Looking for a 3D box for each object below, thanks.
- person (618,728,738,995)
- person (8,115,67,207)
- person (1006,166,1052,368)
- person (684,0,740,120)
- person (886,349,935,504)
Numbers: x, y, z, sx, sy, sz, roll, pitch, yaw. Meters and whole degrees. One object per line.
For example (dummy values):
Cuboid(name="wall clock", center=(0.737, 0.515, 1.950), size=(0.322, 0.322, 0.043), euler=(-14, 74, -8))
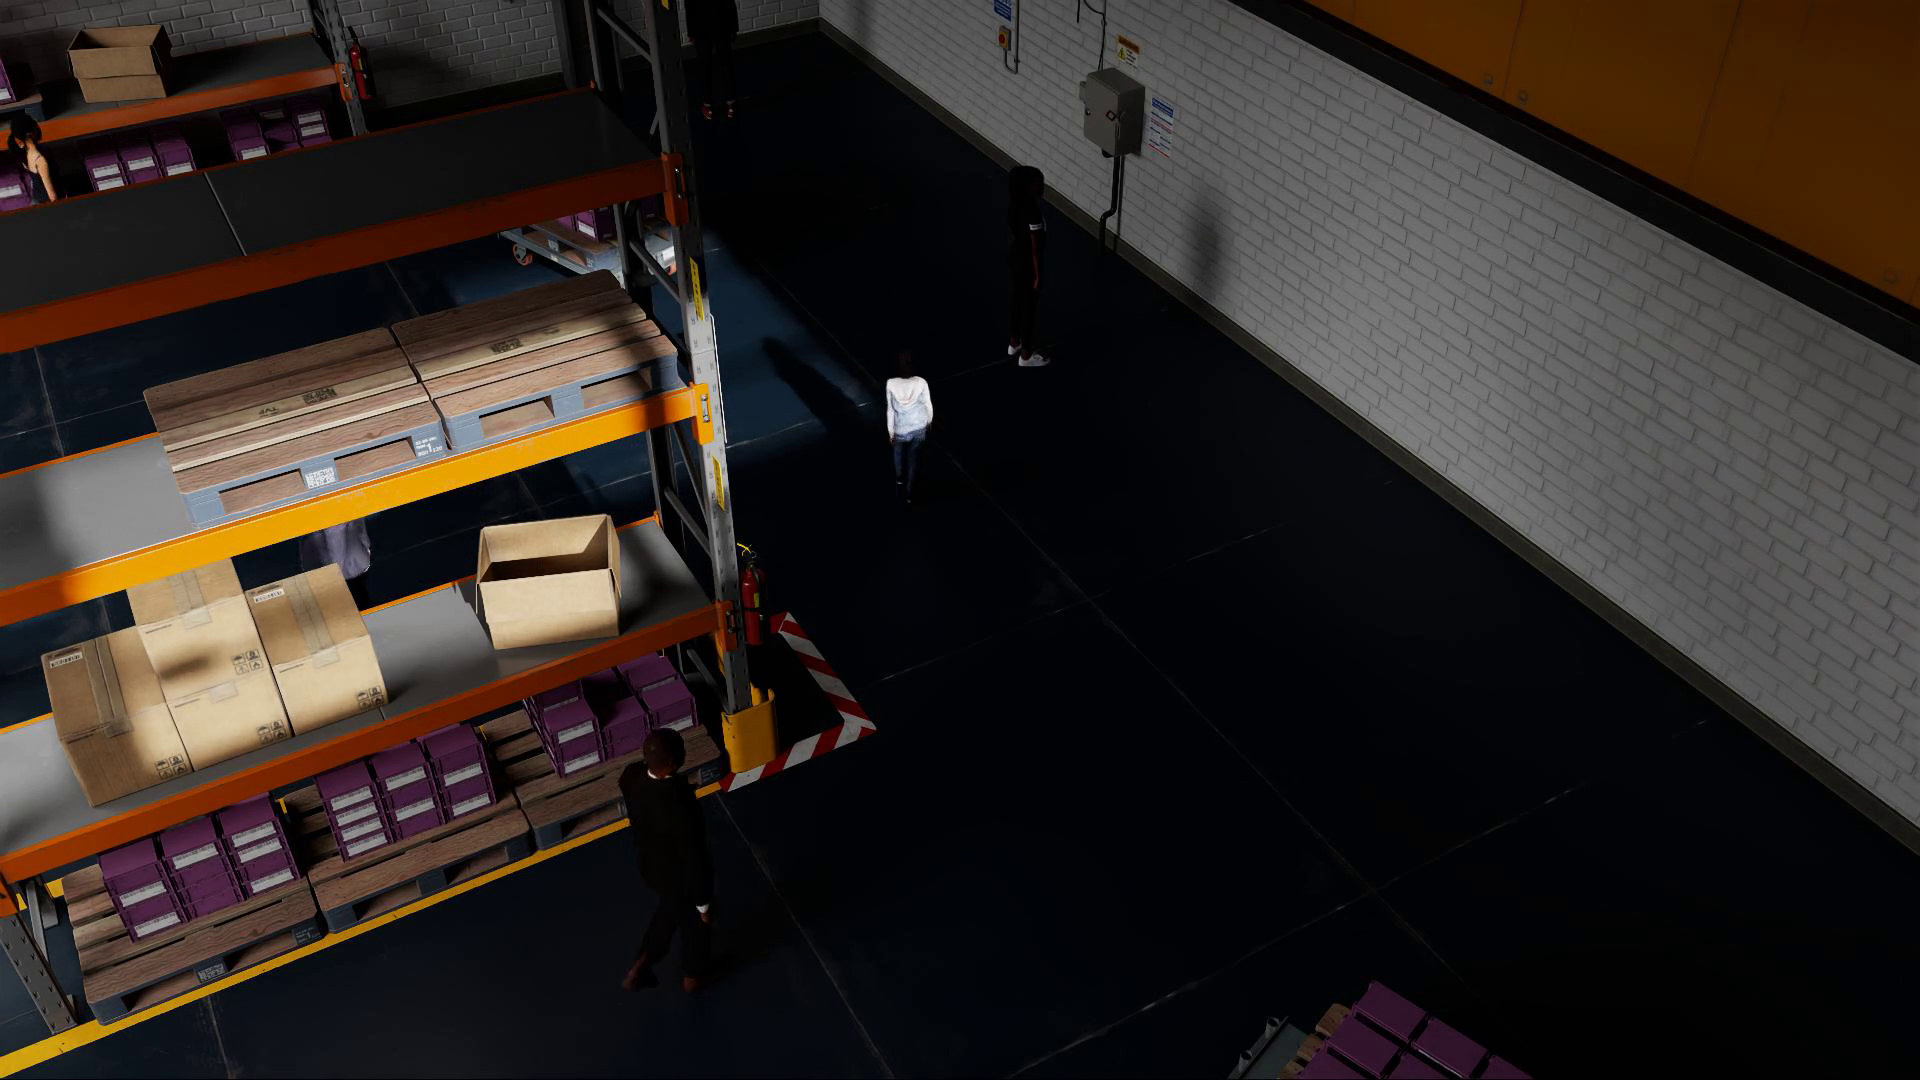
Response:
Cuboid(name="person", center=(-1.532, 1.733, 8.503), size=(0.978, 1.885, 0.859), euler=(-31, 48, -33))
Cuboid(name="person", center=(-7.893, -2.805, 14.344), size=(0.913, 1.686, 1.153), euler=(22, 44, 25))
Cuboid(name="person", center=(0.548, -2.244, 13.605), size=(0.619, 1.731, 0.645), euler=(-13, 40, -15))
Cuboid(name="person", center=(-2.596, -5.313, 17.379), size=(0.655, 1.818, 0.828), euler=(-7, 39, -9))
Cuboid(name="person", center=(-0.382, -0.813, 12.204), size=(0.679, 1.244, 0.712), euler=(3, 39, 4))
